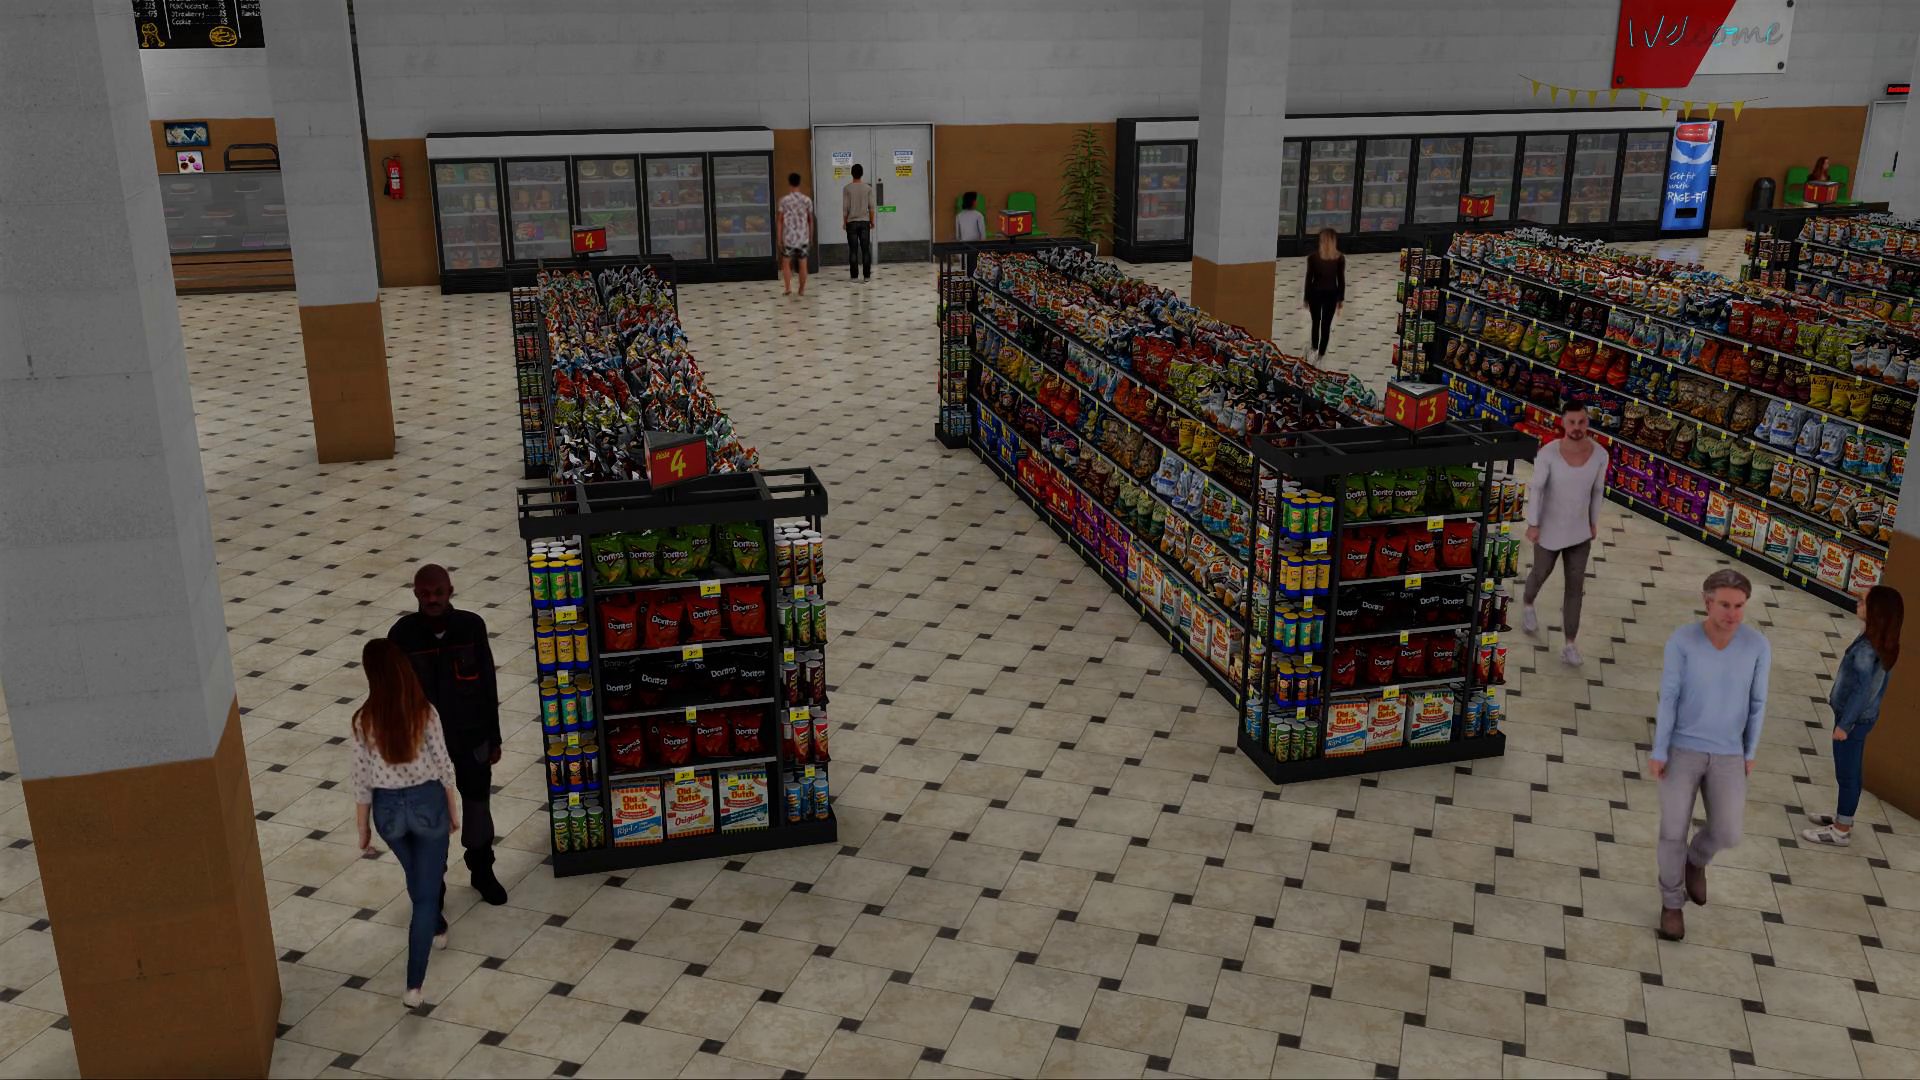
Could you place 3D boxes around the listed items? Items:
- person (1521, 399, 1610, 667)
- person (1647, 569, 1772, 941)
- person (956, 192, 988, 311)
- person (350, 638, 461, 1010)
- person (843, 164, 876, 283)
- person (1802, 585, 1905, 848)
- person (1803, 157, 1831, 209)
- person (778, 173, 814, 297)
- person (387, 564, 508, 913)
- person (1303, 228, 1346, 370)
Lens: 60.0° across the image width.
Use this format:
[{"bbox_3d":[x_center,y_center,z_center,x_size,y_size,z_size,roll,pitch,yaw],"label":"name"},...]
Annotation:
[{"bbox_3d":[4.151,-0.103,11.560,0.931,1.799,1.258,1,19,4],"label":"person"},{"bbox_3d":[3.607,1.010,8.137,0.861,1.879,0.950,4,19,12],"label":"person"},{"bbox_3d":[0.125,-3.940,23.058,0.921,1.724,0.964,14,23,35],"label":"person"},{"bbox_3d":[-2.495,1.317,7.541,0.710,1.678,1.159,-1,19,-4],"label":"person"},{"bbox_3d":[-1.578,-4.928,25.850,0.664,1.812,0.540,-4,19,-11],"label":"person"},{"bbox_3d":[4.841,0.940,8.973,0.684,1.477,0.640,13,22,33],"label":"person"},{"bbox_3d":[14.351,-5.598,28.047,0.702,1.678,1.096,-2,19,-7],"label":"person"},{"bbox_3d":[-2.406,-4.484,24.535,0.686,1.811,0.640,-4,19,-12],"label":"person"},{"bbox_3d":[-2.570,0.969,8.344,0.738,1.824,0.647,-8,20,-22],"label":"person"},{"bbox_3d":[4.359,-2.852,19.944,0.977,1.652,1.201,4,19,13],"label":"person"}]
